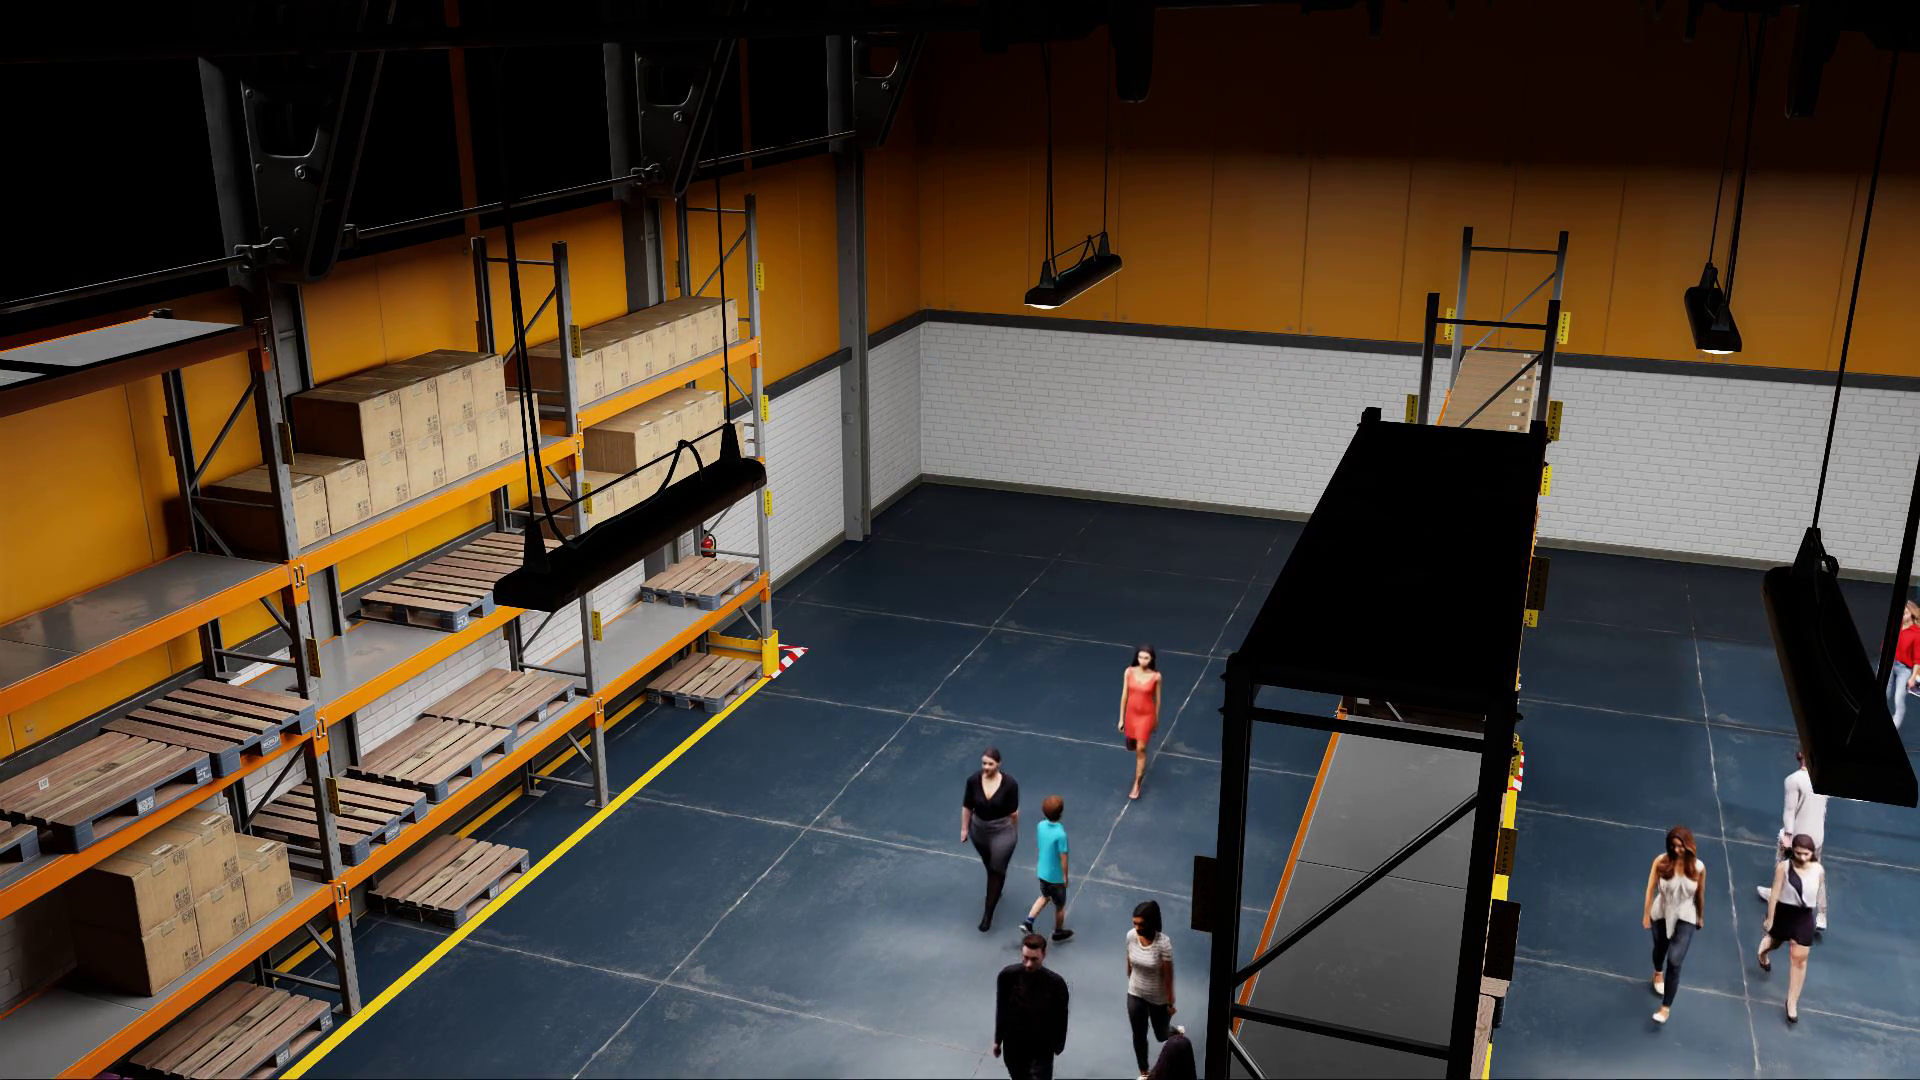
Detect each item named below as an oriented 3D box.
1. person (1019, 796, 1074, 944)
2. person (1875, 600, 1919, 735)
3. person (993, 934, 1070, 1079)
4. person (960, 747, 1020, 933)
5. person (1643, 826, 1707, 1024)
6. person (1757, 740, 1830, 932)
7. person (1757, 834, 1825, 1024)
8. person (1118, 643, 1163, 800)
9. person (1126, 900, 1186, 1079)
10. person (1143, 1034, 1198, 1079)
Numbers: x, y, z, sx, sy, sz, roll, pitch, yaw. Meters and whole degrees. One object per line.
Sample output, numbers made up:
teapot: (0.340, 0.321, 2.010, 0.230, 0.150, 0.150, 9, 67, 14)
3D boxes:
person: (0.774, 3.005, 15.038, 0.837, 1.435, 0.737, -13, 23, -34)
person: (10.766, 1.500, 19.083, 0.707, 1.705, 0.686, -12, 22, -31)
person: (0.522, 3.705, 12.272, 0.750, 1.874, 1.226, 8, 20, 23)
person: (0.321, 2.700, 15.516, 0.672, 1.707, 1.072, 6, 20, 18)
person: (6.050, 3.158, 14.102, 0.682, 1.742, 1.103, 7, 20, 19)
person: (7.808, 2.728, 15.302, 1.074, 1.792, 1.257, -3, 19, -9)
person: (7.038, 3.202, 14.174, 0.740, 1.612, 1.141, 2, 19, 6)
person: (1.949, 1.894, 17.919, 0.605, 1.702, 0.990, 7, 20, 20)
person: (1.546, 3.552, 13.118, 0.803, 1.624, 1.000, 12, 22, 32)
person: (1.374, 4.166, 11.171, 0.630, 1.703, 1.059, 5, 19, 16)
